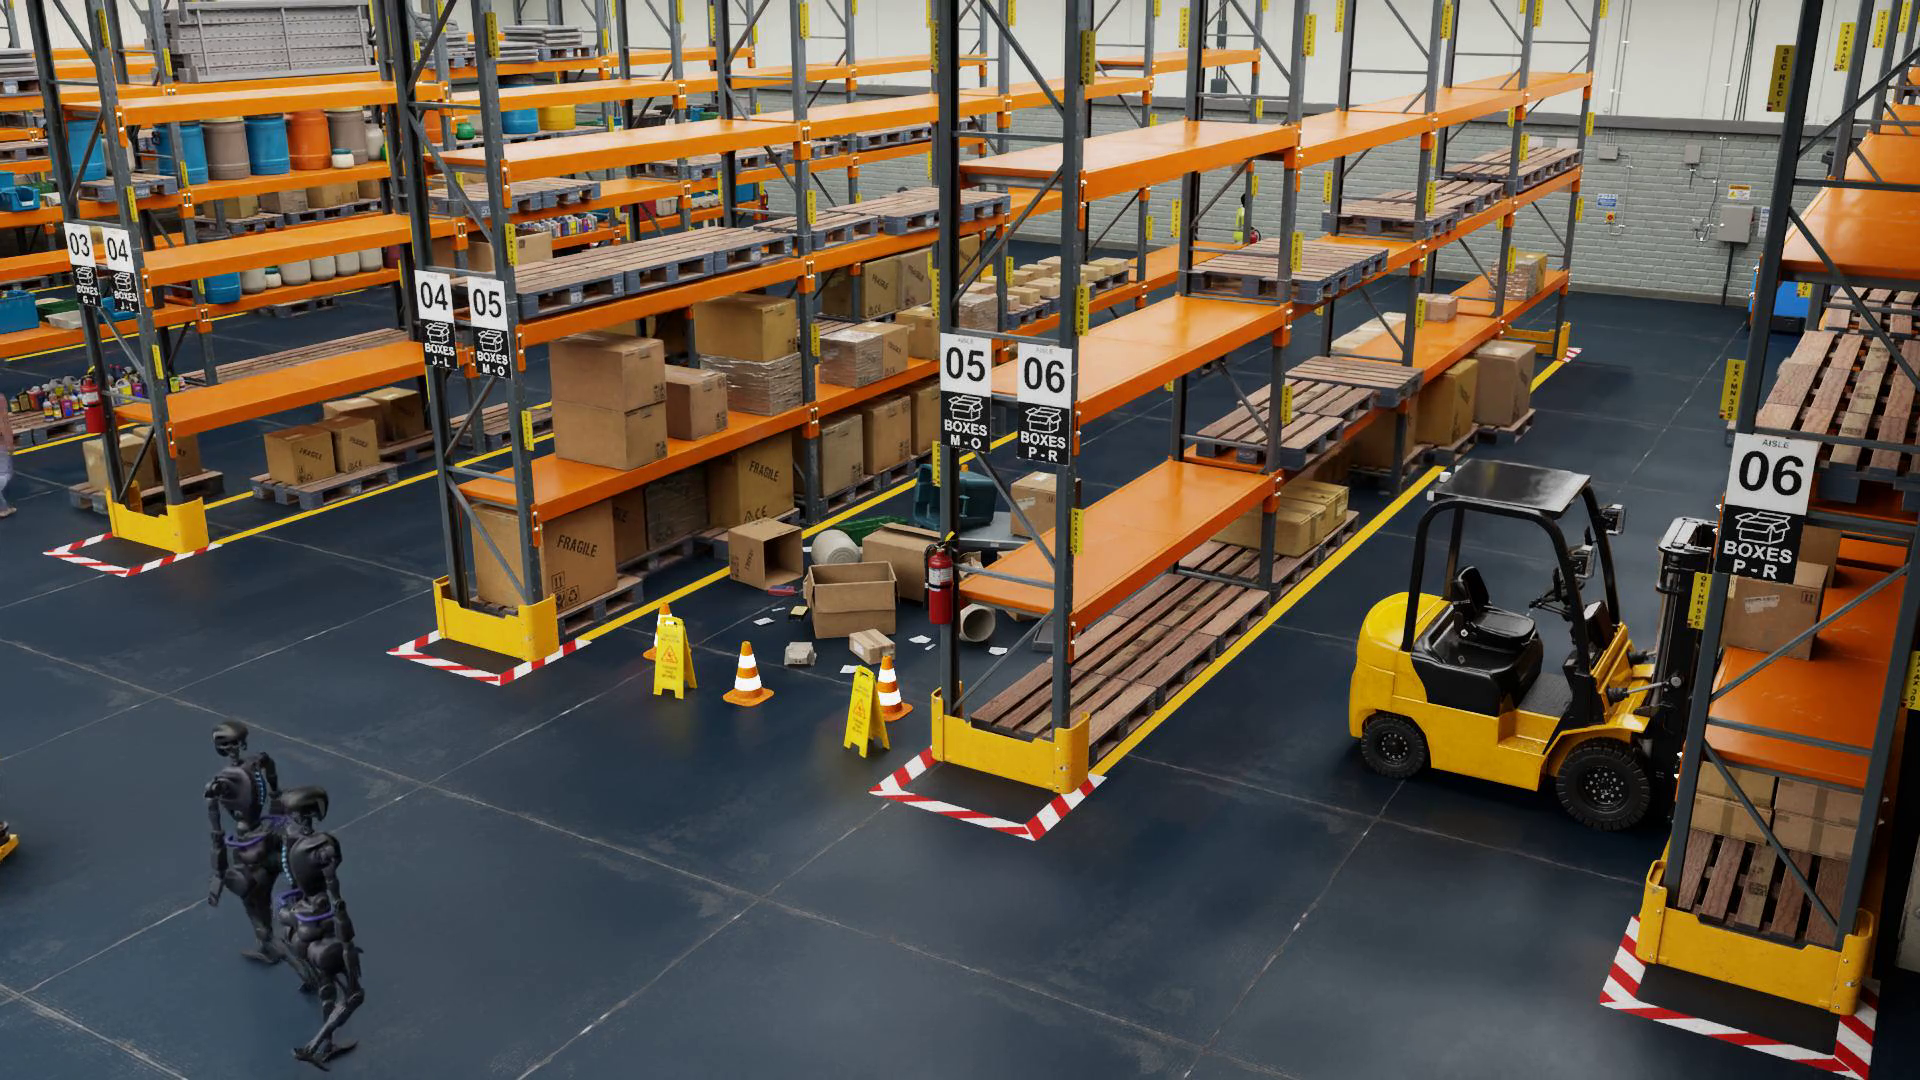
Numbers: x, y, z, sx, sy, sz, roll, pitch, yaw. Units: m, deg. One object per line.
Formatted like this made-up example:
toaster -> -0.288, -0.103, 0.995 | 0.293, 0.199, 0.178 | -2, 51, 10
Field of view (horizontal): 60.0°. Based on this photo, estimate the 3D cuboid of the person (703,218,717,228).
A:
person -> -5.240, -7.062, 34.863 | 0.491, 1.688, 0.348 | -6, 20, -16

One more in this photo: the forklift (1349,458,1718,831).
forklift -> 3.988, 0.658, 11.776 | 2.313, 2.155, 1.214 | 11, 22, 29

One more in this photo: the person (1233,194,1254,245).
person -> 5.155, -5.481, 30.291 | 0.326, 1.685, 0.538 | -1, 19, -4

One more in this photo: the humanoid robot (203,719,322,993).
humanoid robot -> -3.942, 1.778, 9.397 | 0.686, 1.658, 0.612 | 6, 20, 17

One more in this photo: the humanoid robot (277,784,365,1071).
humanoid robot -> -3.363, 2.015, 8.637 | 0.601, 1.650, 0.399 | 17, 25, 40

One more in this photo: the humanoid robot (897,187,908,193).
humanoid robot -> -1.008, -5.827, 31.326 | 0.417, 1.639, 0.584 | -8, 21, -23

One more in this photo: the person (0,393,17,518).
person -> -10.116, -1.004, 17.272 | 0.534, 1.743, 0.614 | 2, 19, 7

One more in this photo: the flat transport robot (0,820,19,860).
flat transport robot -> -6.956, 2.050, 10.688 | 1.431, 0.231, 0.659 | 0, 19, 1

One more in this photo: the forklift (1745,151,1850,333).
forklift -> 13.620, -4.667, 26.137 | 1.873, 2.768, 1.129 | 11, 22, 29
